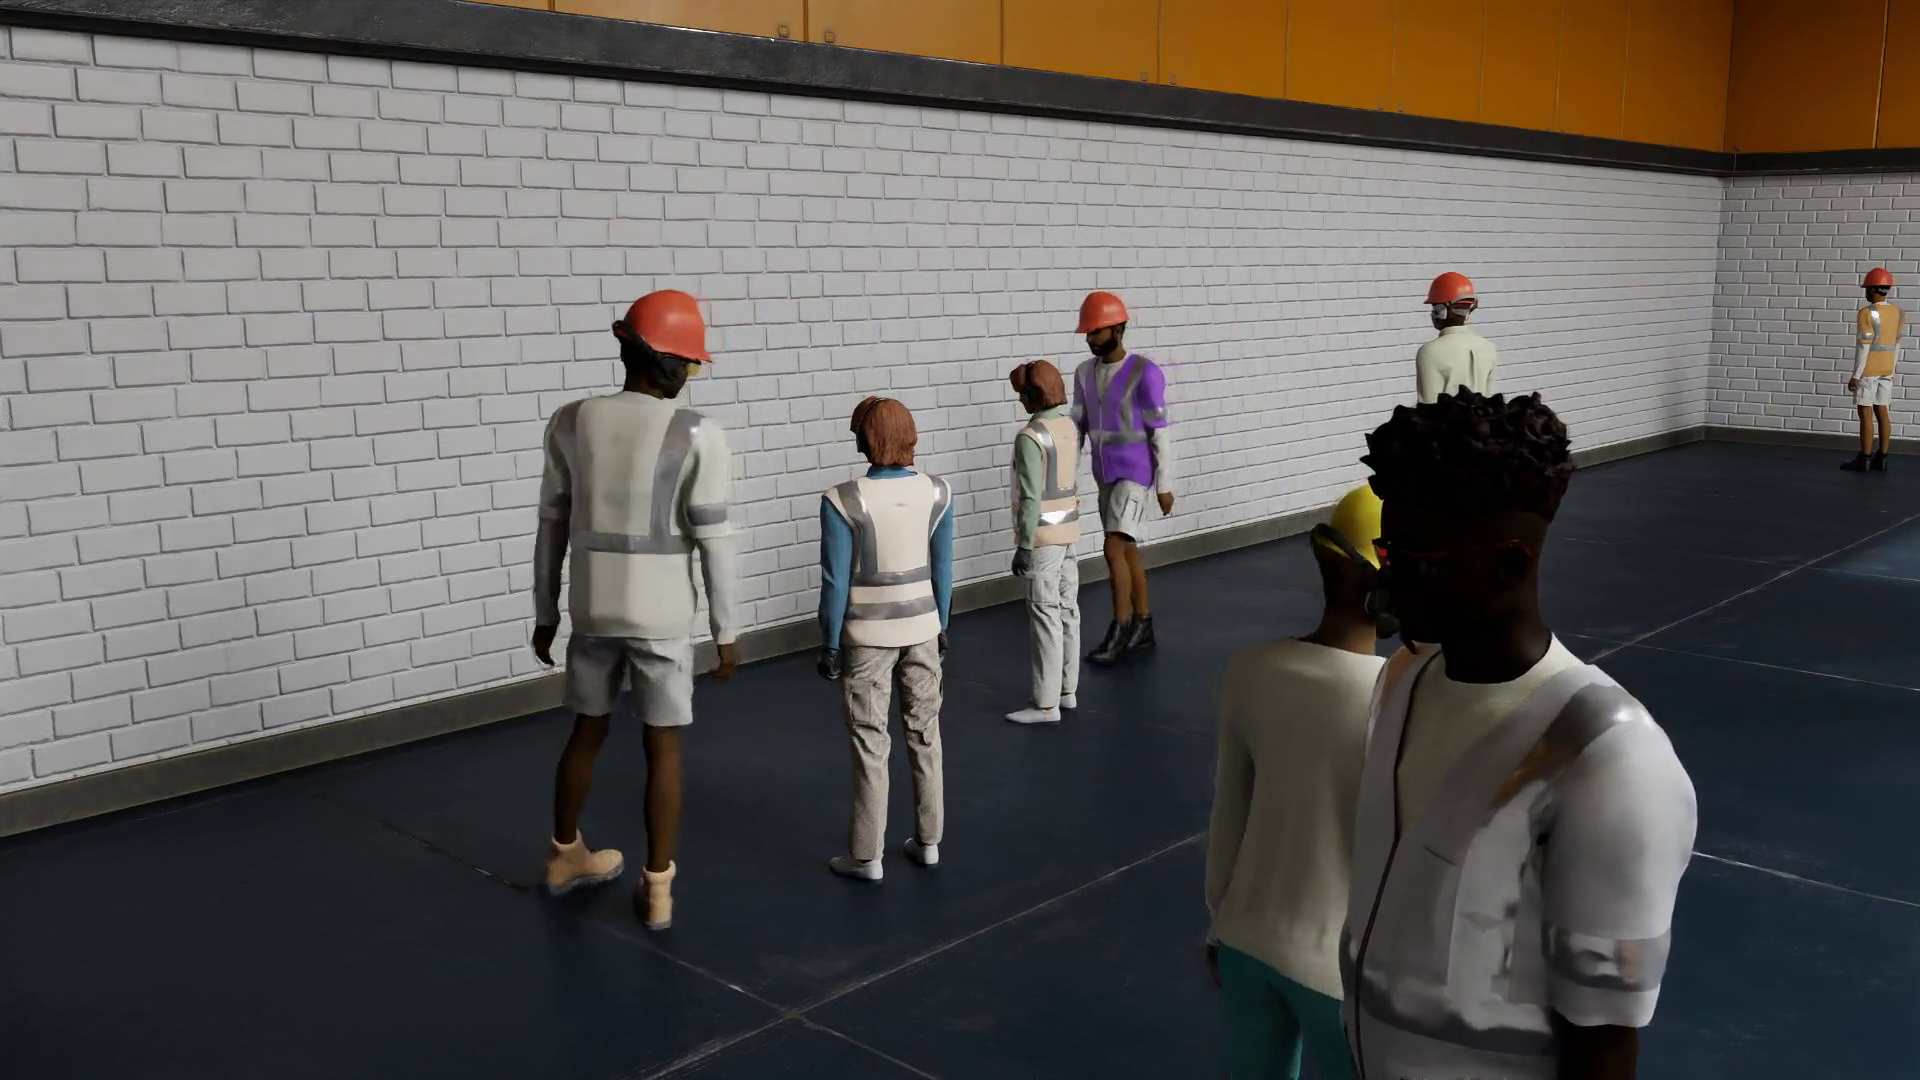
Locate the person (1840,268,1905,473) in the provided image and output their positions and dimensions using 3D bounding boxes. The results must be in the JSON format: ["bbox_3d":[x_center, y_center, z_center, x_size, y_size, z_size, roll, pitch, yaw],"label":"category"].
[{"bbox_3d":[8.683,-1.612,15.854,0.550,1.935,0.376,-4,11,-23],"label":"person"}]

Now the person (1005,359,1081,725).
[{"bbox_3d":[0.381,0.012,7.456,0.314,1.640,0.515,5,11,26],"label":"person"}]

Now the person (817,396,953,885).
[{"bbox_3d":[-0.243,0.338,5.598,0.519,1.640,0.307,-7,12,-33],"label":"person"}]

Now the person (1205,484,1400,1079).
[{"bbox_3d":[0.681,0.754,3.024,0.440,1.738,0.558,-7,12,-34],"label":"person"}]

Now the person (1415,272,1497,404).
[{"bbox_3d":[2.711,-0.486,9.278,0.622,1.992,0.395,-7,12,-35],"label":"person"}]

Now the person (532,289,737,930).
[{"bbox_3d":[-1.028,0.218,5.264,0.724,2.004,0.485,3,10,15],"label":"person"}]

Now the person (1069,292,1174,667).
[{"bbox_3d":[0.763,-0.316,8.567,0.774,1.898,0.558,-8,13,-37],"label":"person"}]

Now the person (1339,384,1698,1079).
[{"bbox_3d":[0.678,0.772,2.224,0.374,1.958,0.602,-3,10,-14],"label":"person"}]
